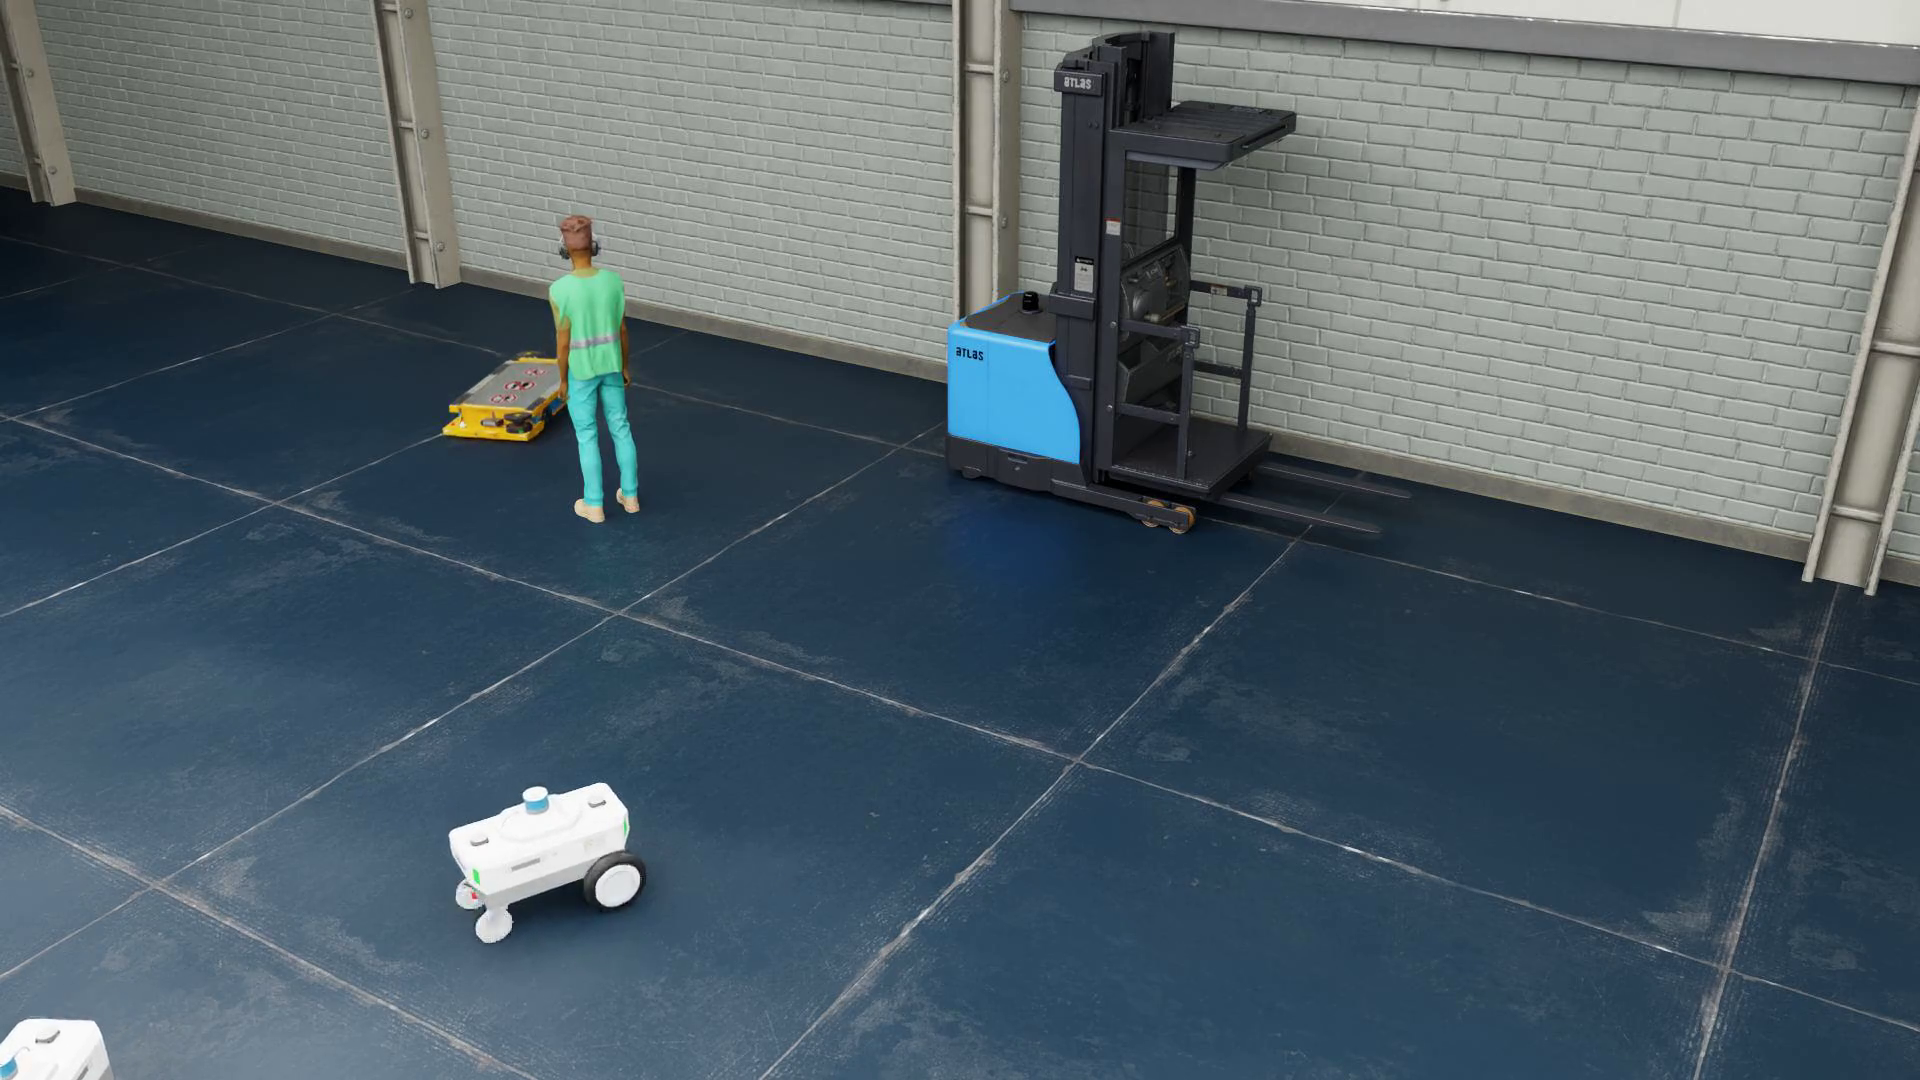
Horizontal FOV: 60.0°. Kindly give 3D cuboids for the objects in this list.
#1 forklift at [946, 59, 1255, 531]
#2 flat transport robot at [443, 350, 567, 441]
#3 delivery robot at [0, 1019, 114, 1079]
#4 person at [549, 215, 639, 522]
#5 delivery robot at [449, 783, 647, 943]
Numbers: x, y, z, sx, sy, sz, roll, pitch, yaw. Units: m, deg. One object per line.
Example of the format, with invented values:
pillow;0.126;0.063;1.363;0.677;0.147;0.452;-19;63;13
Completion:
forklift;0.933;-1.707;10.833;1.873;2.768;1.129;15;29;28
flat transport robot;-3.290;-1.094;12.573;0.659;0.231;1.431;4;26;9
delivery robot;-3.225;2.012;5.677;0.499;0.602;0.801;1;25;2
person;-2.309;-1.067;10.518;0.489;1.977;0.386;-17;30;-31
delivery robot;-1.781;1.319;7.100;0.739;0.566;0.499;-16;29;-29
